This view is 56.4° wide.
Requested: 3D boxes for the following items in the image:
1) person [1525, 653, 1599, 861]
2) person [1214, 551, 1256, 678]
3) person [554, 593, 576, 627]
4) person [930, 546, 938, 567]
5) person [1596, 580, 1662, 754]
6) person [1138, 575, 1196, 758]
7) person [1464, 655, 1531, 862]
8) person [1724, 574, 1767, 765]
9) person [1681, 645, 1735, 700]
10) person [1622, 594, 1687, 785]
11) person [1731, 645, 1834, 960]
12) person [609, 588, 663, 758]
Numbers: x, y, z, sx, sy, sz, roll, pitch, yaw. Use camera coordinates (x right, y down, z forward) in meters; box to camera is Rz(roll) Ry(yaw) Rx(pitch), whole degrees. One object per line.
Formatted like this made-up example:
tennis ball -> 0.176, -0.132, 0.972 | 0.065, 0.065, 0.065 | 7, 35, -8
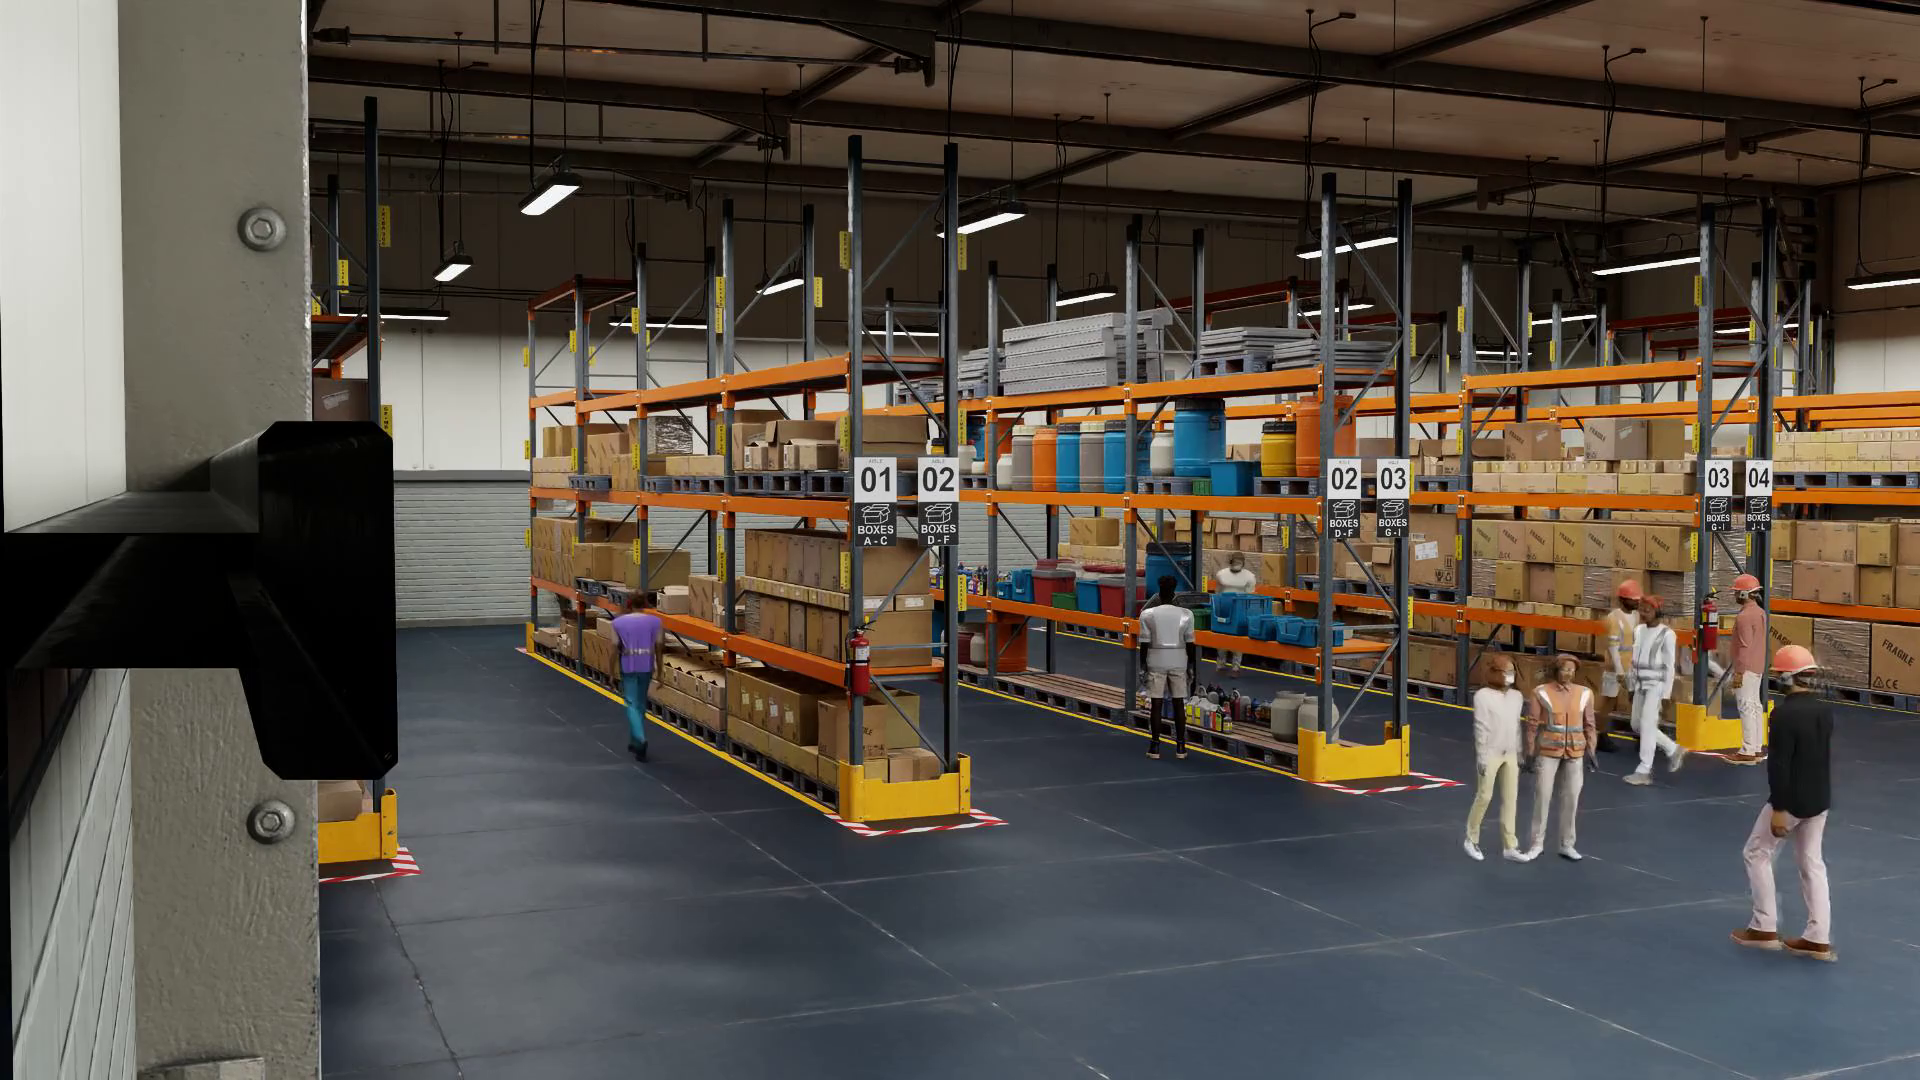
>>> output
person -> 4.742, 1.714, 14.213 | 0.593, 1.626, 0.310 | 0, 2, 1
person -> 4.071, 1.107, 26.519 | 0.662, 1.896, 0.502 | 1, 2, 28
person -> -6.924, 0.963, 31.311 | 0.464, 1.814, 0.612 | -1, 2, -26
person -> -0.455, 0.757, 34.540 | 0.406, 1.986, 0.617 | 1, 3, 32
person -> 7.241, 1.379, 19.414 | 0.554, 1.887, 0.873 | -1, 3, -30
person -> 2.218, 1.353, 19.213 | 0.613, 1.965, 0.361 | 0, 2, 0
person -> 4.270, 1.723, 14.206 | 0.505, 1.650, 0.397 | -1, 2, -25
person -> 8.270, 1.353, 18.840 | 0.385, 1.993, 0.622 | 2, 3, 39
person -> 9.853, 1.255, 23.750 | 0.760, 1.822, 0.632 | 2, 3, 44
person -> 6.841, 1.460, 17.623 | 0.686, 1.868, 0.595 | -1, 2, -14
person -> 5.251, 1.650, 11.448 | 0.650, 1.963, 0.740 | -1, 3, -32
person -> -3.486, 1.424, 19.367 | 0.579, 1.810, 0.874 | -1, 2, -26
